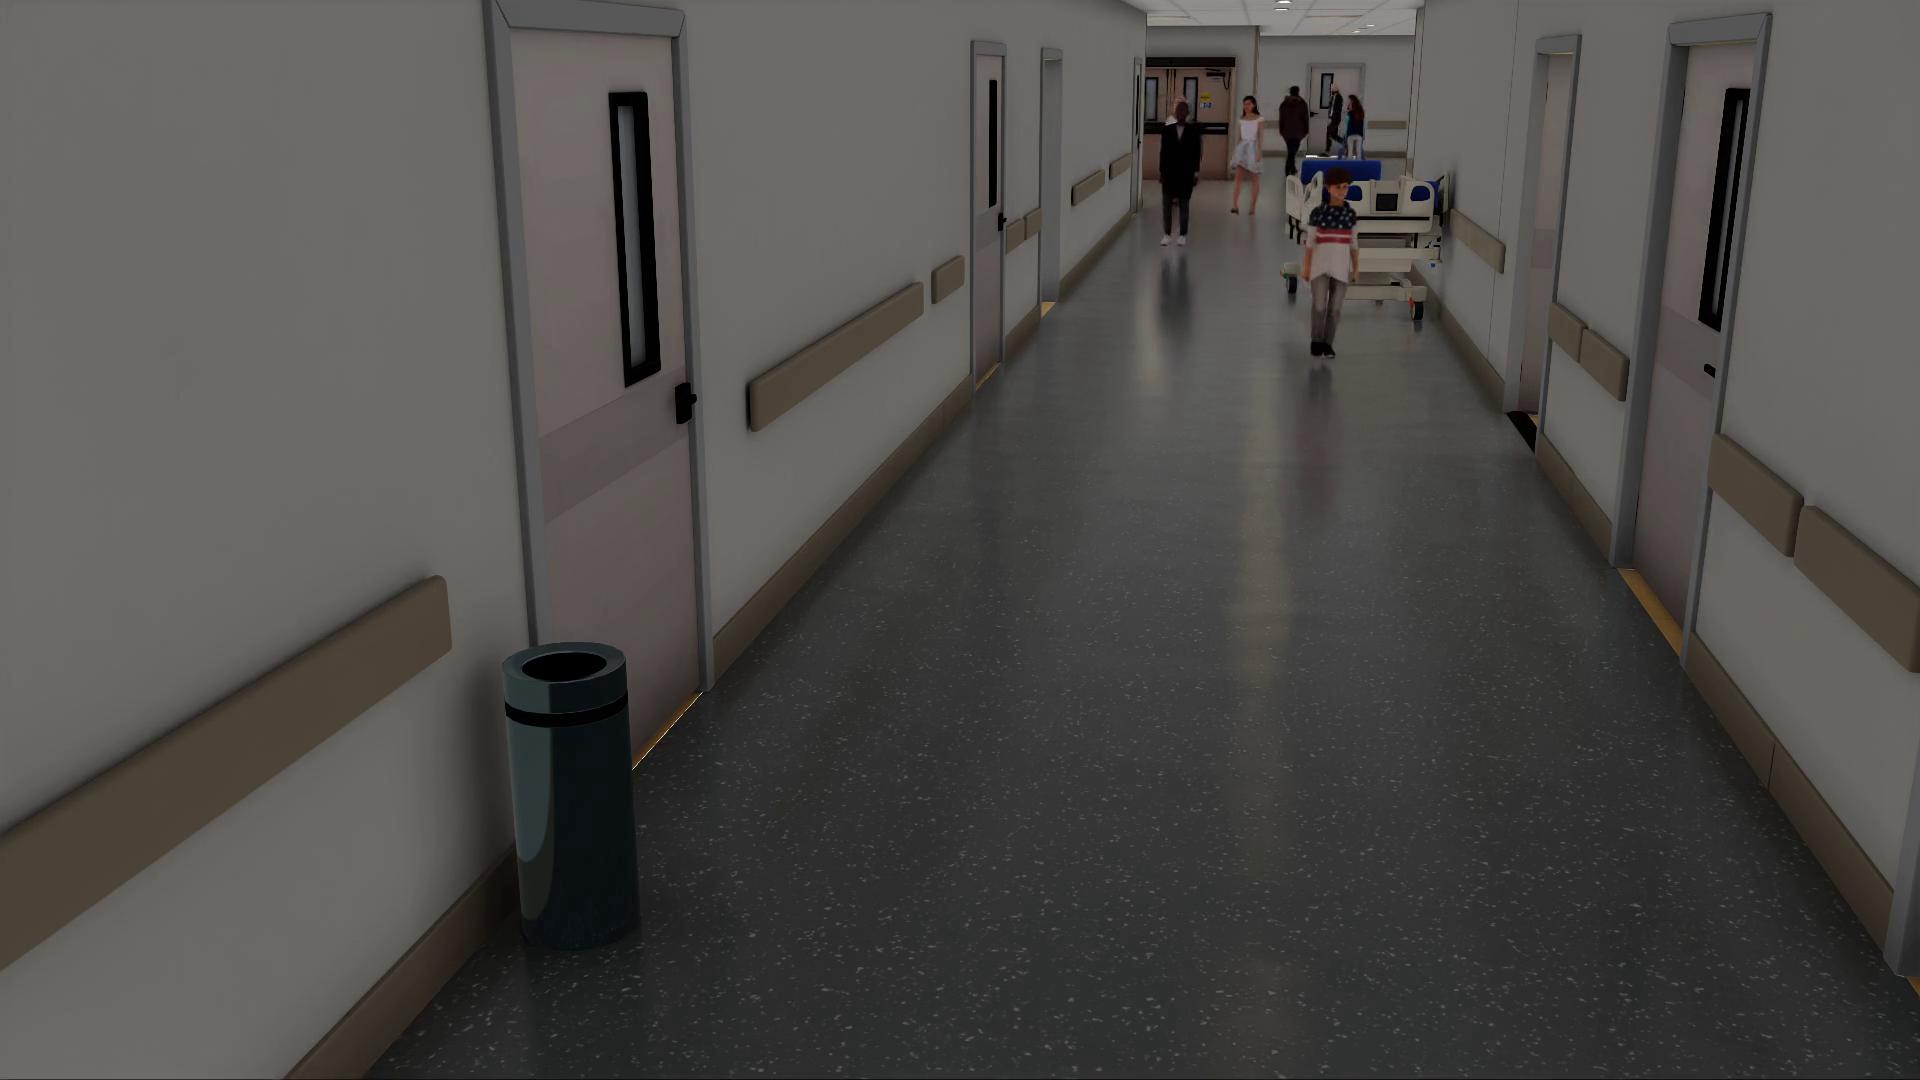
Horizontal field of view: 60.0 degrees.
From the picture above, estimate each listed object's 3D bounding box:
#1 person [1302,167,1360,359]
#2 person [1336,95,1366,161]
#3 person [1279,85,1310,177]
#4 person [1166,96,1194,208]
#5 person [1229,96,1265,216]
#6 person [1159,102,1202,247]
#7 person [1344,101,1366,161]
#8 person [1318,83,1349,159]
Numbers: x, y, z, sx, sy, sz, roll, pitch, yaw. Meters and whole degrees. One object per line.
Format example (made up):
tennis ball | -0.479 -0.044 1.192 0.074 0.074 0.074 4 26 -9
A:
person | 2.786 -2.092 12.580 0.535 1.431 0.655 0 16 -2
person | 8.904 -9.160 37.408 1.165 1.563 0.906 -5 16 -16
person | 6.767 -8.286 33.862 1.254 1.804 1.095 9 18 29
person | 3.453 -6.131 26.411 1.041 1.699 0.759 0 16 1
person | 4.349 -5.680 24.757 1.146 1.730 0.890 7 17 23
person | 2.740 -4.520 20.623 0.797 1.741 0.772 4 16 14
person | 8.735 -8.944 36.766 0.533 1.496 0.649 1 16 4
person | 9.400 -10.396 41.338 1.181 1.810 0.838 7 17 23
